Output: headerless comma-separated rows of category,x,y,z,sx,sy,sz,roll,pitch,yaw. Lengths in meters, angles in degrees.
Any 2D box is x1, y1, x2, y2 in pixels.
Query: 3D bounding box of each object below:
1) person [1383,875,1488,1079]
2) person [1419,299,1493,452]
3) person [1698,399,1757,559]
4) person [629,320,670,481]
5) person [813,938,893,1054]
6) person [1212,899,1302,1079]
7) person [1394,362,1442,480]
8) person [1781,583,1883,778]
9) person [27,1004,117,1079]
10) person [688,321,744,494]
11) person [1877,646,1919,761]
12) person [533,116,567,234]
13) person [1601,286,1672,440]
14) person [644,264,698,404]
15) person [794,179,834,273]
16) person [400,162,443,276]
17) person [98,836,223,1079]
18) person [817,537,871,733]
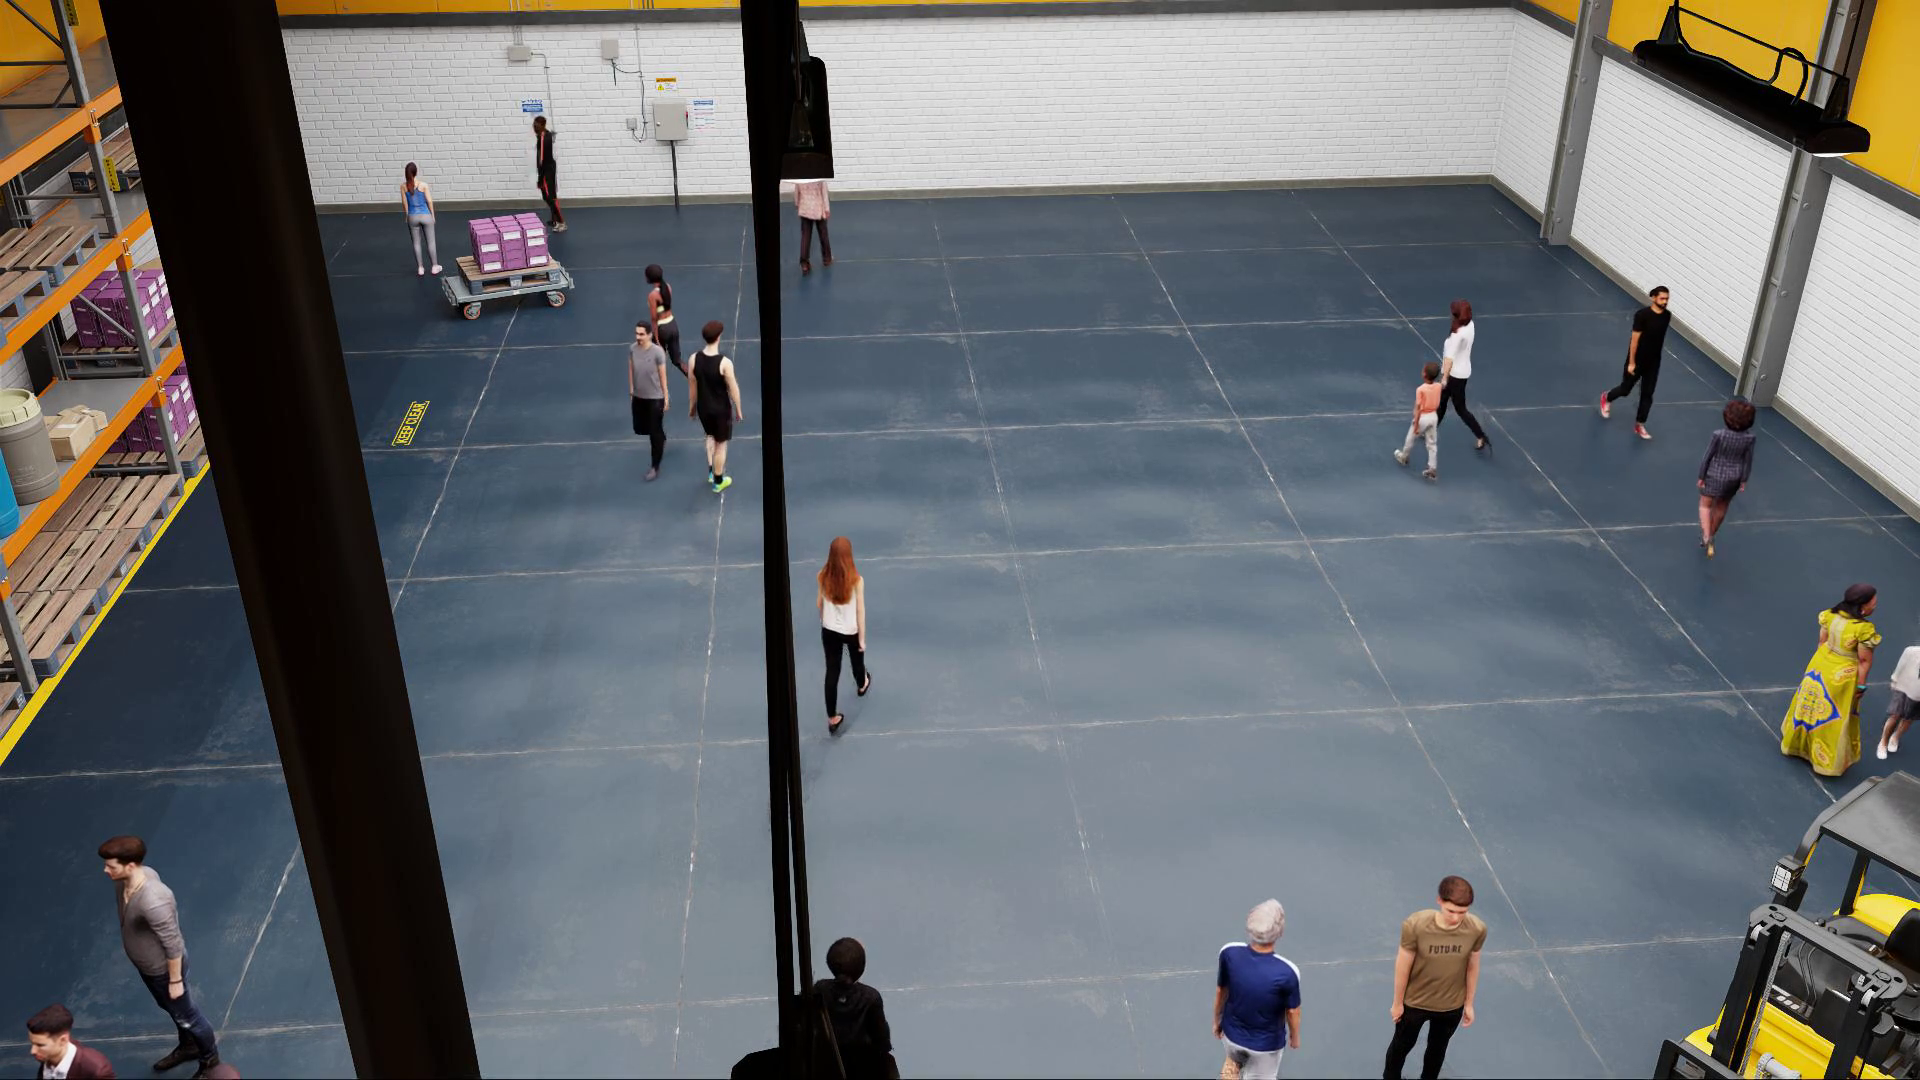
person,2.826,2.736,9.961,0.672,1.850,0.580,0,29,0
person,5.572,-1.760,18.306,1.105,1.752,1.139,17,33,28
person,7.417,-0.548,16.151,0.765,1.687,0.937,6,29,10
person,-3.314,-1.559,17.952,0.877,1.737,1.044,10,30,18
person,-0.669,3.026,9.625,0.697,1.664,0.705,7,29,13
person,1.675,2.916,9.657,0.752,1.826,0.791,17,33,29
person,5.051,-1.266,17.892,0.585,1.280,0.930,-8,30,-14
person,6.954,1.083,13.191,1.002,1.659,0.839,-10,30,-18
person,-4.706,3.235,9.031,0.774,1.865,0.773,11,31,20
person,-2.613,-1.350,17.421,0.812,1.879,0.790,9,30,16
person,7.681,1.191,13.422,0.675,1.248,0.739,23,36,35
person,-6.282,-5.617,25.345,0.836,1.783,0.530,6,29,10
person,7.699,-2.065,18.881,0.756,1.737,1.114,-7,29,-13
person,-3.383,-2.380,19.471,1.066,1.724,1.021,21,35,34
person,-2.127,-4.666,23.606,0.934,1.777,1.139,7,29,13
person,-7.663,-4.562,23.591,0.559,1.610,0.534,-3,29,-6
person,-4.888,2.579,10.194,0.740,1.903,0.822,24,37,37
person,-0.998,0.806,13.682,0.847,1.675,1.139,7,29,13
